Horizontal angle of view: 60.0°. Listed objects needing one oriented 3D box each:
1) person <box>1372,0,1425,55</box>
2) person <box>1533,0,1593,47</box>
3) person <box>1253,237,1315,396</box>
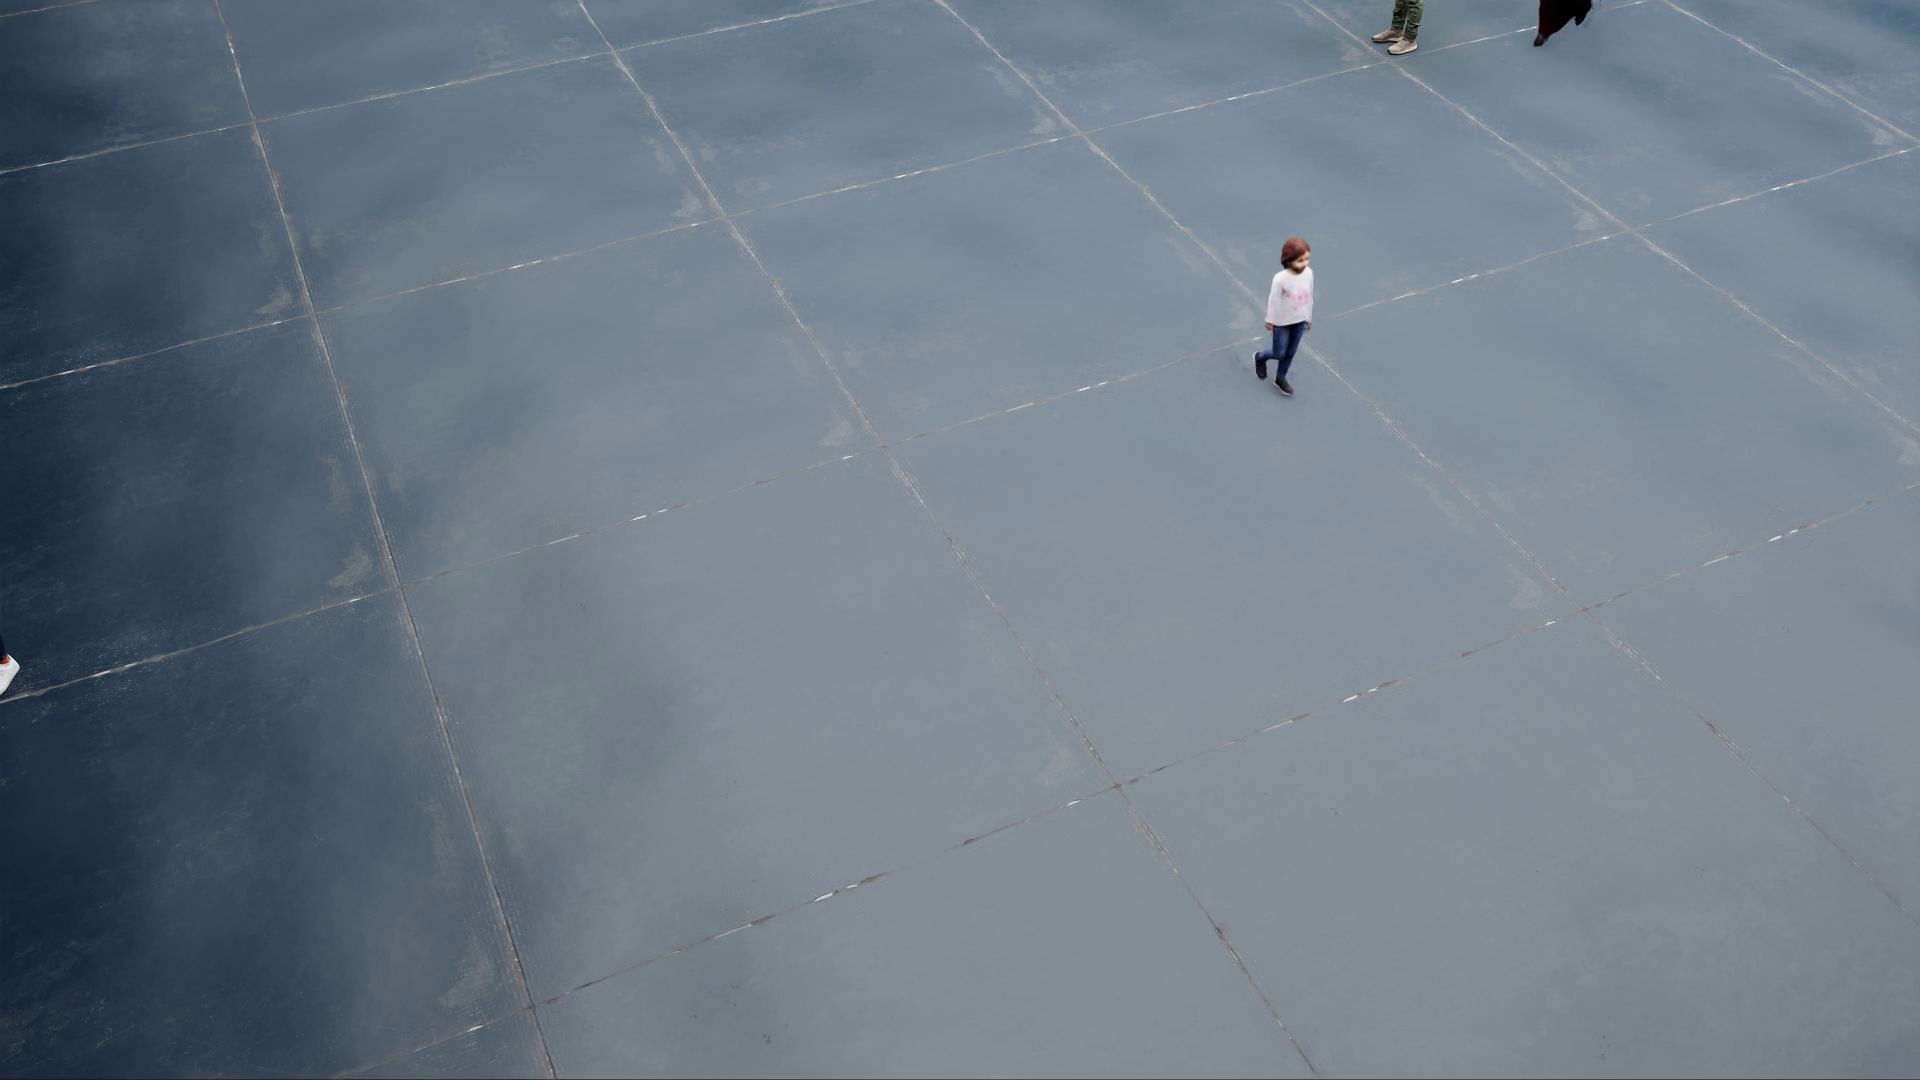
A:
[{"bbox_3d":[3.812,-4.919,13.943,0.664,1.654,0.494,-13,44,-14],"label":"person"},{"bbox_3d":[5.198,-5.032,13.996,0.837,1.749,0.870,33,52,31],"label":"person"},{"bbox_3d":[2.055,-1.440,10.521,0.444,1.104,0.556,-18,45,-19],"label":"person"}]
